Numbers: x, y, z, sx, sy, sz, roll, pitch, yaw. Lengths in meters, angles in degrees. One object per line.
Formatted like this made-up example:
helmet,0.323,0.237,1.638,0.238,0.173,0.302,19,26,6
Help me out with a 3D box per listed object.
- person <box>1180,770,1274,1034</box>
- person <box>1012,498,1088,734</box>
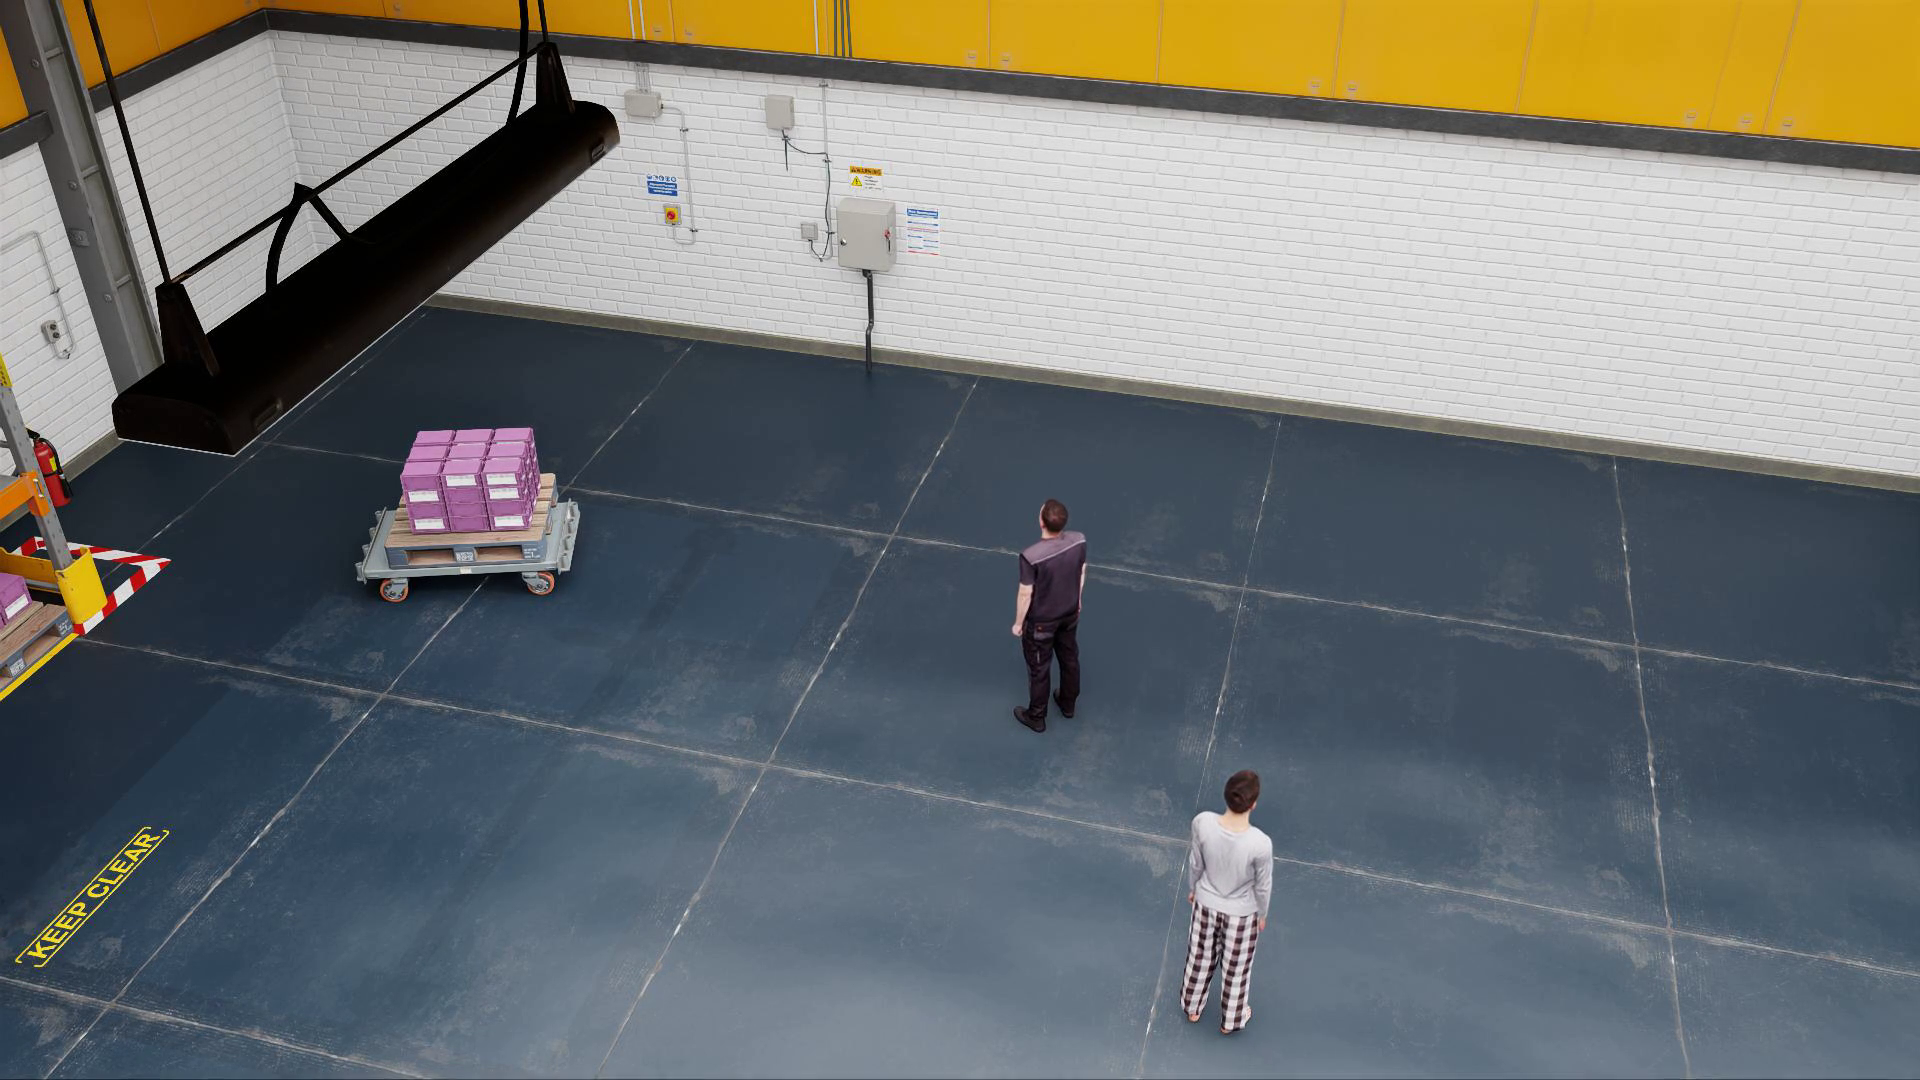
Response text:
person,1.484,2.023,9.243,0.672,1.848,0.614,17,37,24
person,0.631,0.515,11.513,0.789,1.845,0.849,-18,38,-25
